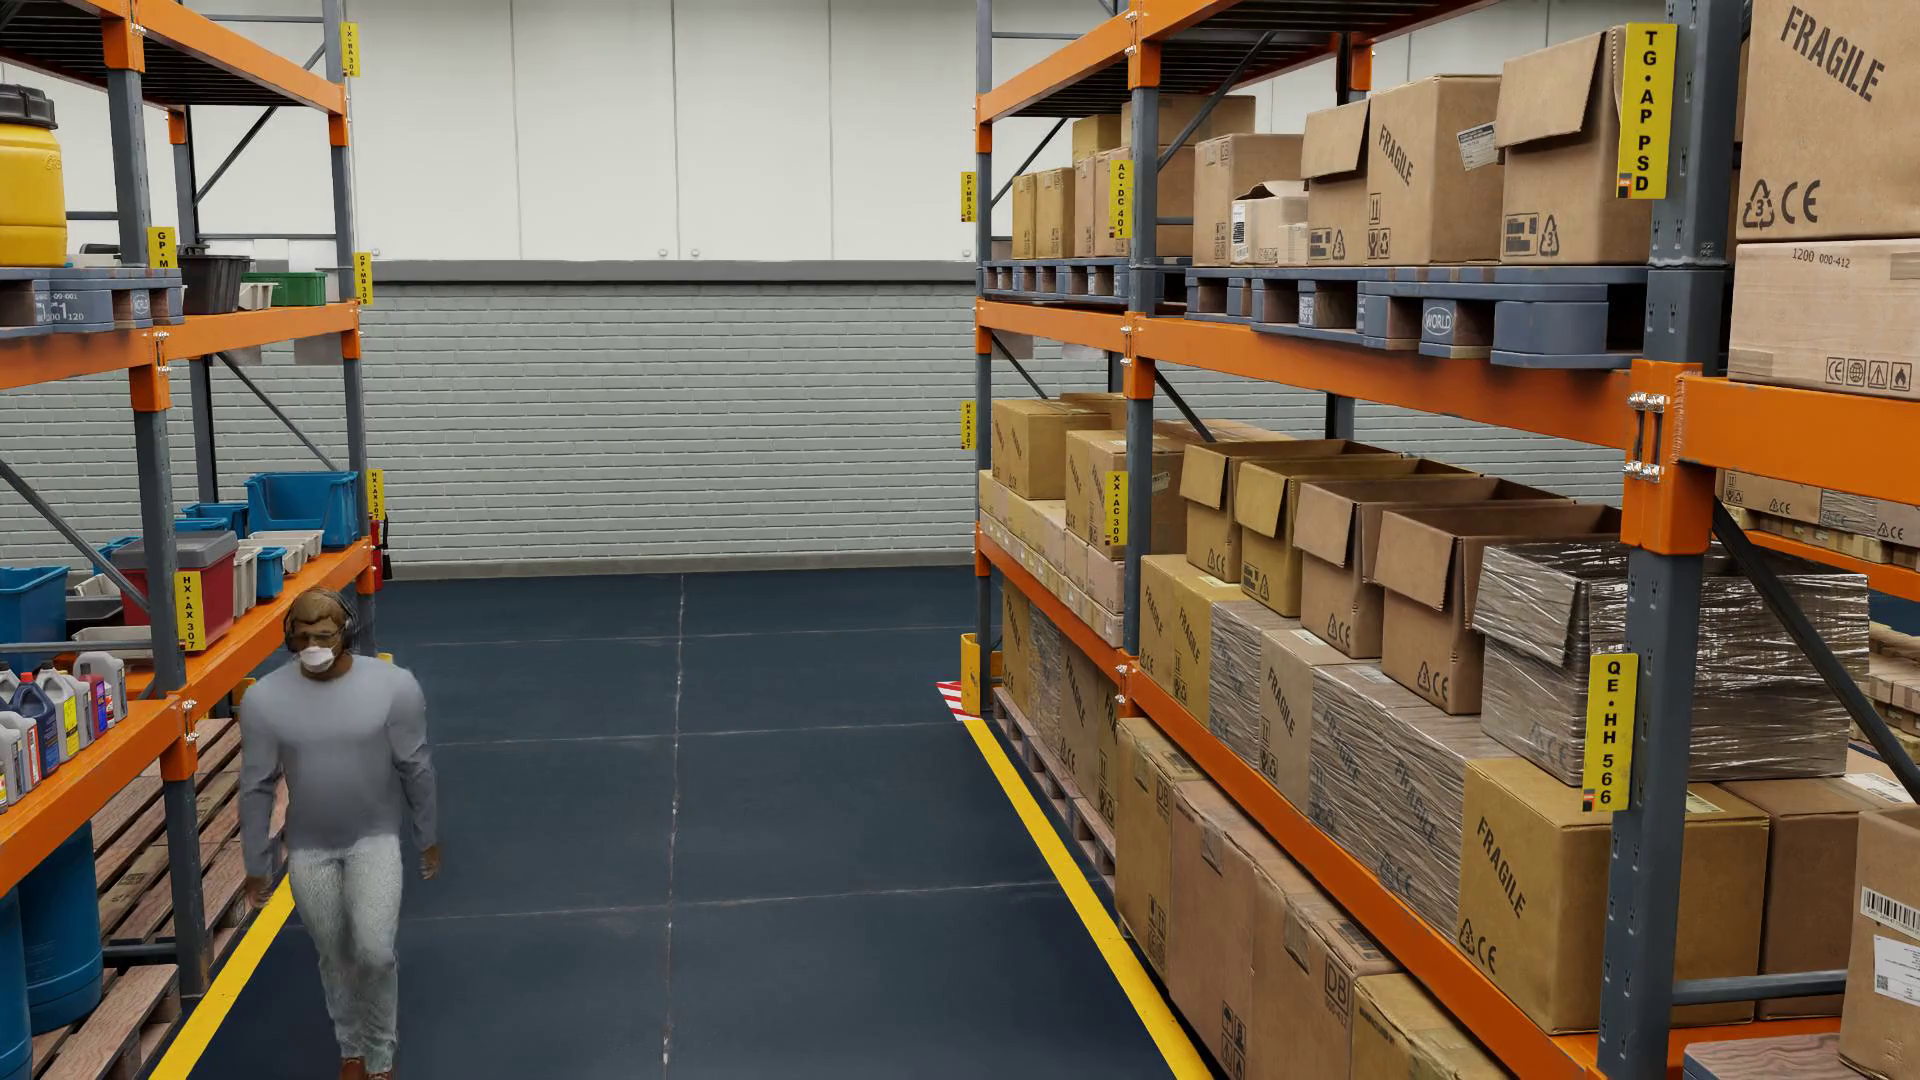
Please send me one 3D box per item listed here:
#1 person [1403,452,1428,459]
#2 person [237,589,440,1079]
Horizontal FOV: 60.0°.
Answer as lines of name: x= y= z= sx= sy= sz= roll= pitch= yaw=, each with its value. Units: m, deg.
person: x=2.504 y=0.522 z=9.276 sx=0.672 sy=2.000 sz=0.536 roll=-2 pitch=9 yaw=-14
person: x=-2.229 y=1.123 z=5.934 sx=0.662 sy=1.915 sz=0.671 roll=-1 pitch=9 yaw=-8
